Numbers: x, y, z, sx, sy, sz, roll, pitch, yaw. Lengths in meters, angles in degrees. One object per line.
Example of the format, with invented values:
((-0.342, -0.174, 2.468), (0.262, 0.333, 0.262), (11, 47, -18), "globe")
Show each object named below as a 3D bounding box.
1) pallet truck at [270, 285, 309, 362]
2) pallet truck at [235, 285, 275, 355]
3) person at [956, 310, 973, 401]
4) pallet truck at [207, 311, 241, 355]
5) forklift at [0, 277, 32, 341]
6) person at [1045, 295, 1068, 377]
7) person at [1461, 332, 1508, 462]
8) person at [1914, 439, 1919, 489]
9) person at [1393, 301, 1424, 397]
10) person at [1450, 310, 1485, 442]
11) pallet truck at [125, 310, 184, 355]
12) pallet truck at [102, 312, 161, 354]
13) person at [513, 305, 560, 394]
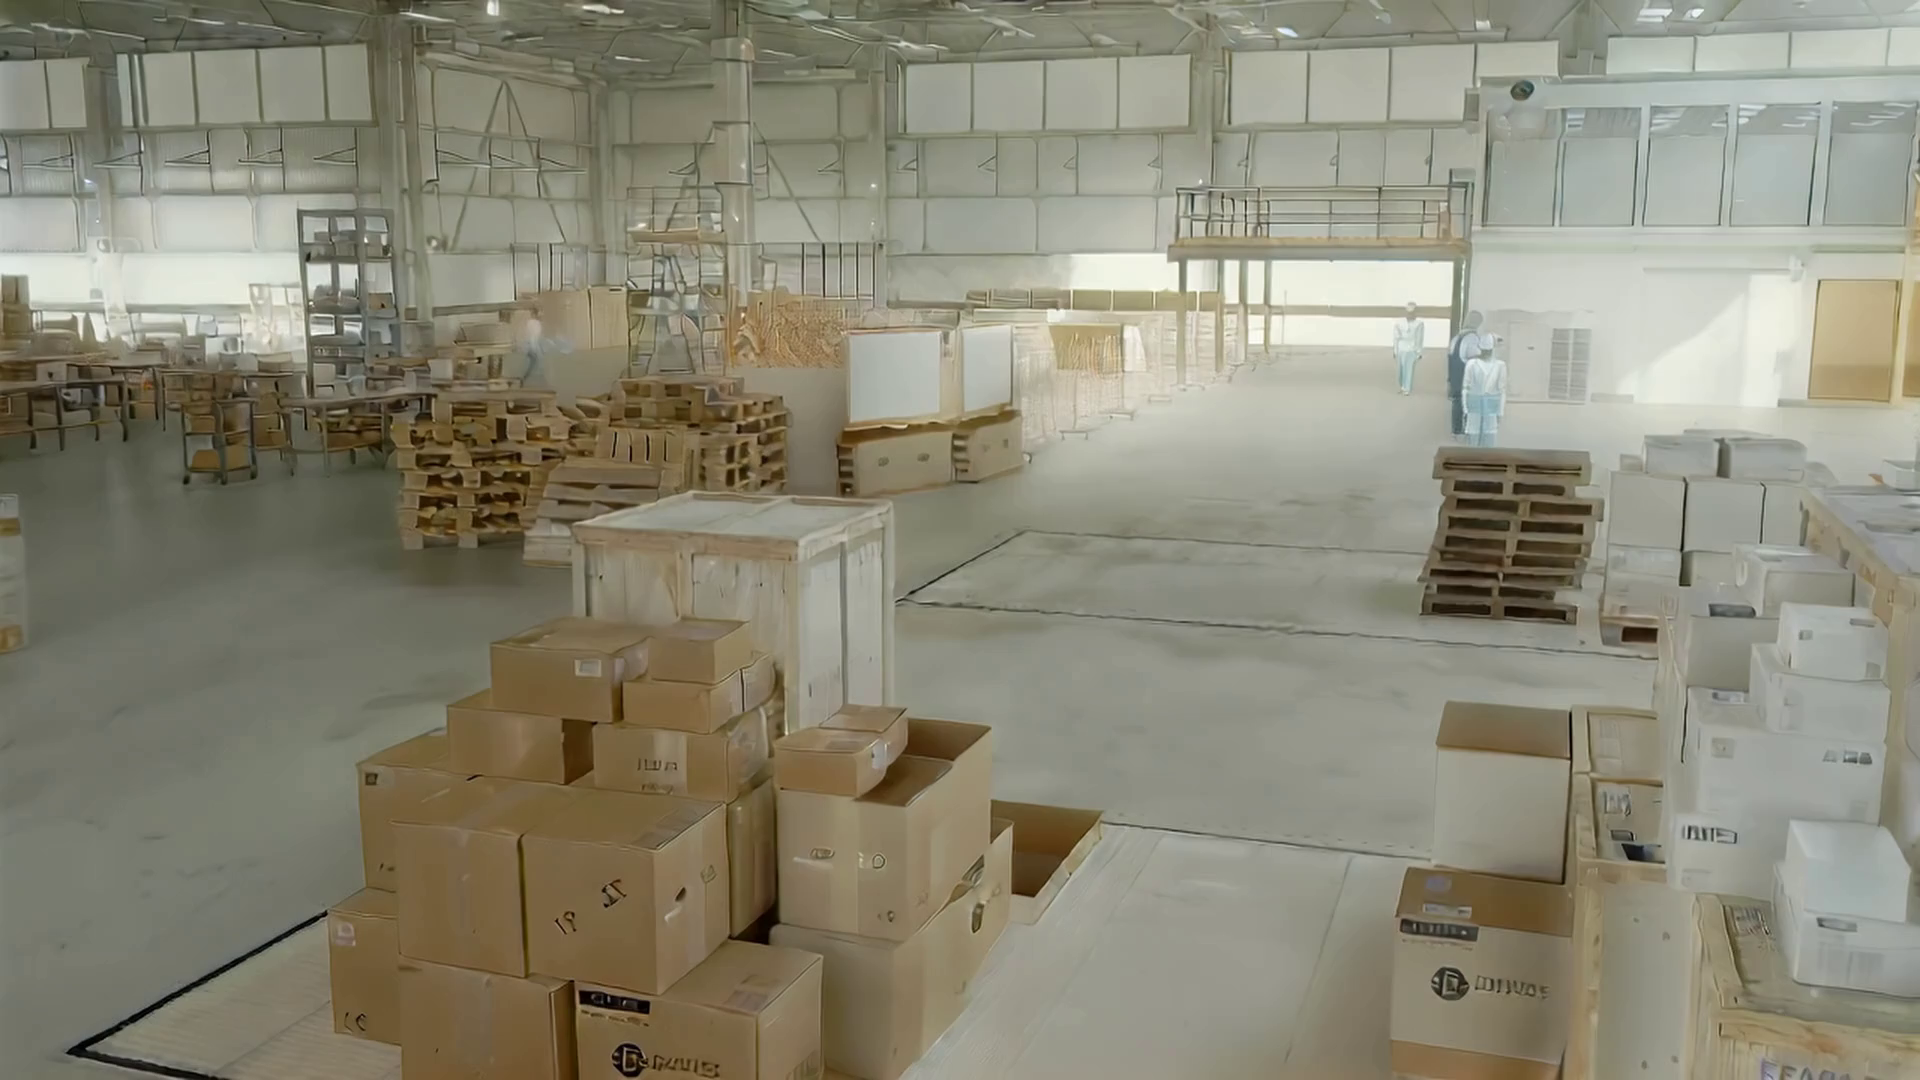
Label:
((-17.147, -5.700, 43.663), (0.823, 1.965, 1.885), (3, 11, 17), "pallet truck")
((-18.327, -5.835, 44.421), (0.823, 1.965, 1.885), (4, 11, 23), "pallet truck")
((0.092, -3.603, 32.528), (0.333, 1.761, 0.526), (-2, 10, -13), "person")
((-19.537, -5.575, 44.913), (0.653, 1.274, 1.630), (3, 11, 19), "pallet truck")
((-27.151, -6.329, 46.328), (1.157, 1.987, 2.680), (3, 11, 17), "forklift")
((2.219, -4.698, 38.362), (0.581, 1.880, 0.479), (6, 12, 31), "person")
((6.624, -1.658, 21.053), (0.545, 1.943, 0.347), (2, 10, 12), "person")
((7.340, -0.152, 12.298), (0.615, 2.038, 0.395), (2, 10, 12), "person")
((8.983, -3.822, 33.340), (0.583, 1.908, 0.464), (3, 10, 15), "person")
((7.907, -2.547, 25.785), (0.536, 2.000, 0.684), (-2, 10, -10), "person")
((-22.038, -5.665, 45.457), (0.704, 1.261, 1.522), (3, 11, 17), "pallet truck")
((-23.057, -5.777, 46.261), (0.680, 1.201, 1.601), (3, 11, 19), "pallet truck")
((-8.597, -3.818, 33.548), (0.934, 1.836, 0.536), (-6, 12, -32), "person")
